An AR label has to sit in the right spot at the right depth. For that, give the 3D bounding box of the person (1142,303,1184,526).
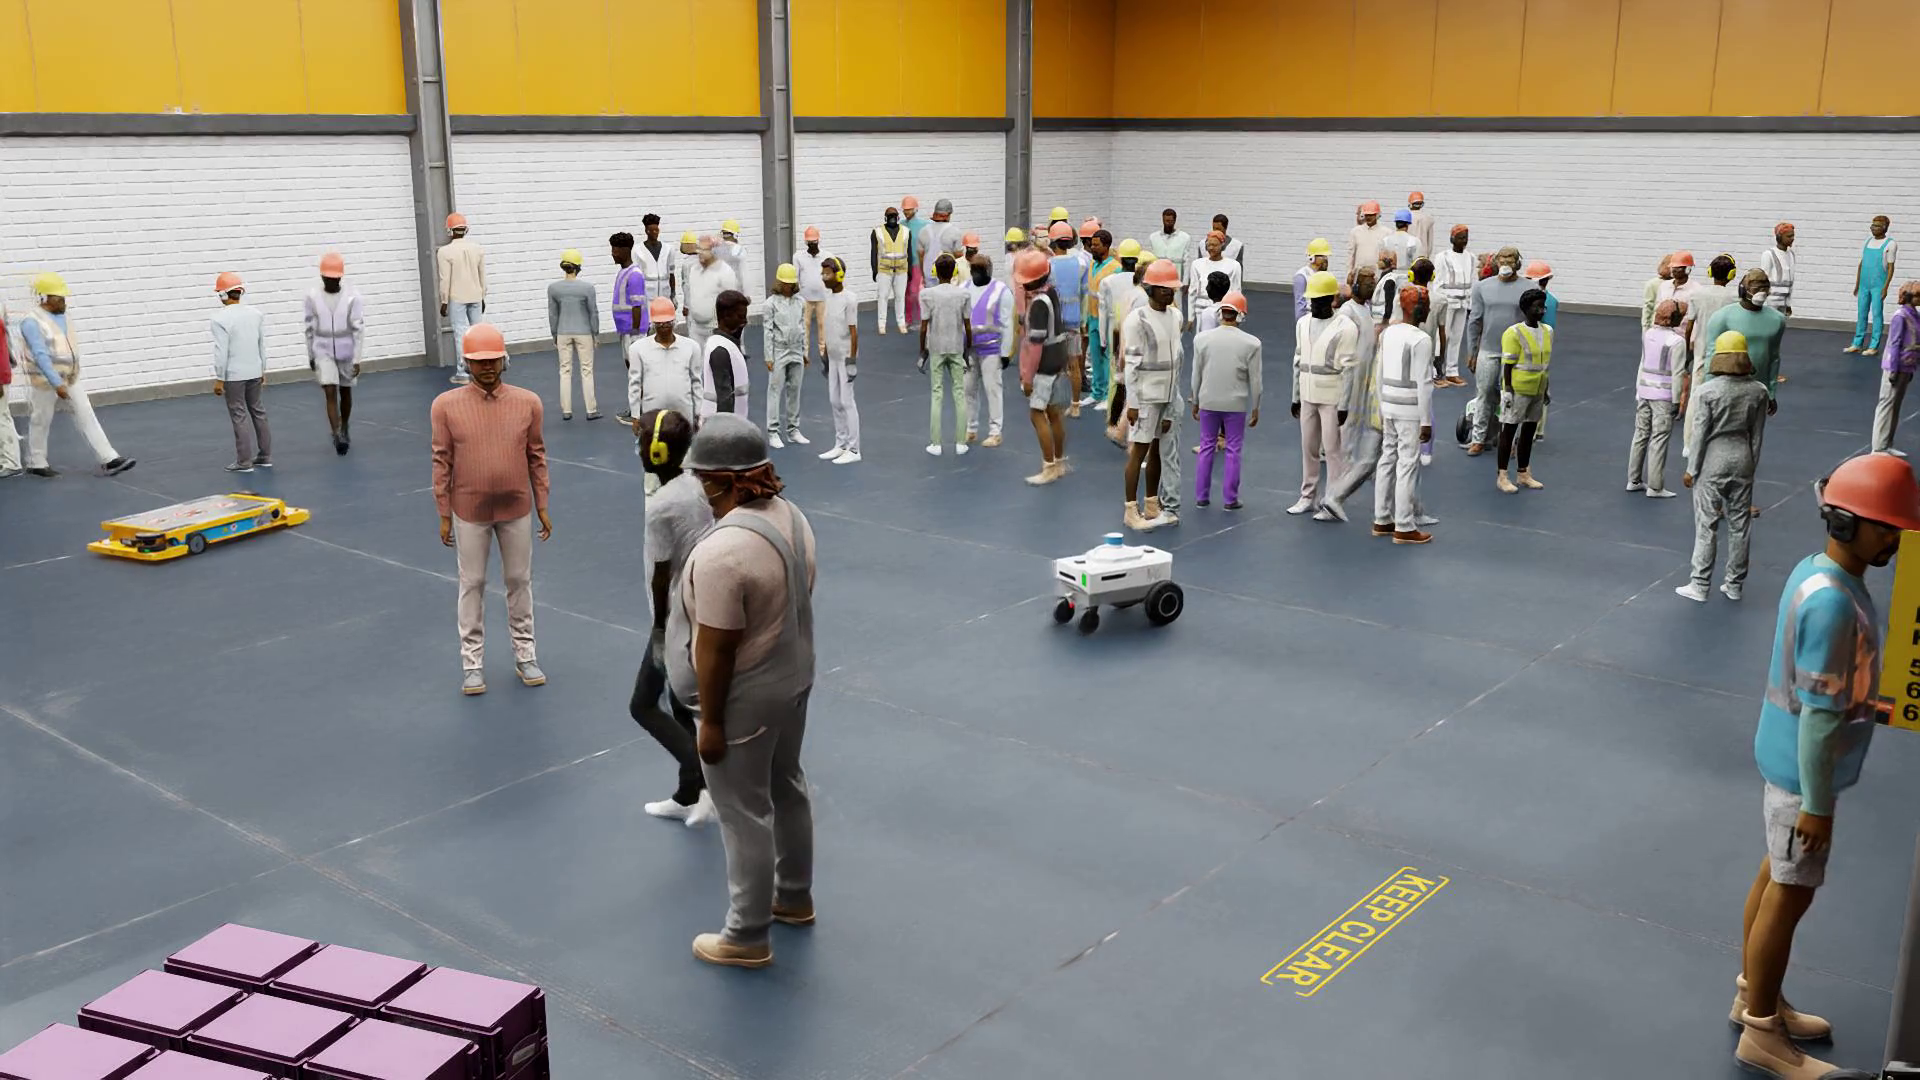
[{"bbox_3d":[1.543,-0.981,12.727,0.324,1.731,0.489,-1,14,-5],"label":"person"}]

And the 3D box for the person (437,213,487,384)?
[{"bbox_3d":[-5.871,-2.846,19.636,0.391,1.995,0.613,12,19,41],"label":"person"}]

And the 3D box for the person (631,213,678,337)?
[{"bbox_3d":[-3.722,-2.981,20.238,0.603,1.966,0.367,-8,16,-31],"label":"person"}]

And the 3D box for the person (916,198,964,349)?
[{"bbox_3d":[-0.211,-3.612,22.609,0.689,2.000,0.539,7,16,26],"label":"person"}]

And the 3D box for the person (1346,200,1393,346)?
[{"bbox_3d":[5.642,-3.681,22.977,0.621,1.992,0.397,7,16,25],"label":"person"}]

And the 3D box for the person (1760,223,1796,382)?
[{"bbox_3d":[9.646,-2.796,19.667,0.582,1.882,0.351,-10,17,-34],"label":"person"}]

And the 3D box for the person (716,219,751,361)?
[{"bbox_3d":[-2.941,-3.213,21.457,0.593,1.825,0.403,9,17,32],"label":"person"}]

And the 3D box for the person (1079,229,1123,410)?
[{"bbox_3d":[1.536,-2.358,17.844,0.391,1.920,0.587,-7,16,-27],"label":"person"}]

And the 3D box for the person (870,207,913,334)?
[{"bbox_3d":[-0.991,-3.927,24.272,0.633,1.843,0.429,-4,14,-14],"label":"person"}]

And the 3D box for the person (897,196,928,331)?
[{"bbox_3d":[-0.750,-4.099,24.663,0.640,1.986,0.460,11,18,38],"label":"person"}]

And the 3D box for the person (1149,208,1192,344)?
[{"bbox_3d":[2.840,-3.538,22.595,0.585,1.908,0.387,6,15,22],"label":"person"}]

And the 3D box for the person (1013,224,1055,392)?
[{"bbox_3d":[0.909,-2.635,18.977,0.651,1.907,0.409,-12,18,-40],"label":"person"}]

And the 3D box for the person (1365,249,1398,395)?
[{"bbox_3d":[4.800,-2.463,18.832,0.307,1.641,0.512,1,14,4],"label":"person"}]

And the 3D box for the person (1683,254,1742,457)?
[{"bbox_3d":[6.870,-1.667,15.182,0.532,1.870,0.316,11,18,37],"label":"person"}]

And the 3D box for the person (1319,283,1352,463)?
[{"bbox_3d":[3.368,-1.463,14.842,0.308,1.637,0.510,-2,14,-8],"label":"person"}]

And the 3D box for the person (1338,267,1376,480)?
[{"bbox_3d":[3.356,-1.392,14.133,0.340,1.845,0.513,8,16,30],"label":"person"}]

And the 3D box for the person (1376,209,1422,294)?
[{"bbox_3d":[5.701,-3.309,21.594,0.602,1.943,0.393,9,17,32],"label":"person"}]

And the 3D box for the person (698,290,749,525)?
[{"bbox_3d":[-1.610,-0.768,11.501,0.392,1.914,0.587,-2,14,-8],"label":"person"}]

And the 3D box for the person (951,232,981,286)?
[{"bbox_3d":[0.126,-2.820,20.024,0.562,1.752,0.327,-9,17,-32],"label":"person"}]

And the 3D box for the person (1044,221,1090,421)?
[{"bbox_3d":[1.031,-2.239,17.114,0.605,2.045,0.382,-6,15,-23],"label":"person"}]

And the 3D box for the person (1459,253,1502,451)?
[{"bbox_3d":[4.955,-1.752,15.571,0.391,1.846,0.564,9,17,32],"label":"person"}]

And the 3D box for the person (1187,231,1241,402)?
[{"bbox_3d":[2.774,-2.435,18.220,0.585,1.882,0.343,6,15,22],"label":"person"}]

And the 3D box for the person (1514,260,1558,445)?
[{"bbox_3d":[5.463,-1.785,15.889,0.335,1.749,0.575,11,18,38],"label":"person"}]

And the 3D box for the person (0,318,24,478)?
[{"bbox_3d":[-8.431,-1.408,14.413,0.574,1.740,0.348,13,19,42],"label":"person"}]

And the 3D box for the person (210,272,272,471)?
[{"bbox_3d":[-6.373,-1.484,14.685,0.338,1.749,0.573,5,15,21],"label":"person"}]

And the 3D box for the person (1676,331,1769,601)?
[{"bbox_3d":[4.878,-0.467,10.665,0.485,1.734,0.321,-1,14,-4],"label":"person"}]

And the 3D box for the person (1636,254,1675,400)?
[{"bbox_3d":[7.744,-2.328,18.326,0.504,1.628,0.278,-2,14,-7],"label":"person"}]

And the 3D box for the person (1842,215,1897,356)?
[{"bbox_3d":[12.075,-3.363,22.009,0.345,1.846,0.507,-6,15,-22],"label":"person"}]

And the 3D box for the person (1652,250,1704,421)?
[{"bbox_3d":[7.379,-2.110,17.183,0.328,1.753,0.560,-9,16,-31],"label":"person"}]

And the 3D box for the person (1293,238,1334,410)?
[{"bbox_3d":[3.796,-2.299,17.782,0.590,1.833,0.404,-14,19,-43],"label":"person"}]

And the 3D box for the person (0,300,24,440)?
[{"bbox_3d":[-9.313,-1.740,15.940,0.310,1.640,0.514,6,15,24],"label":"person"}]

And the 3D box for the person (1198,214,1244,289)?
[{"bbox_3d":[3.280,-3.159,21.060,0.590,1.913,0.399,6,15,22],"label":"person"}]

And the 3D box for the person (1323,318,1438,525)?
[{"bbox_3d":[3.217,-0.890,12.614,0.837,1.598,0.517,-1,14,-5],"label":"person"}]

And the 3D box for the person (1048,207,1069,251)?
[{"bbox_3d":[1.345,-3.525,22.489,0.371,1.925,0.595,3,14,14],"label":"person"}]

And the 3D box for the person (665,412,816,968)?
[{"bbox_3d":[-0.807,0.527,6.069,0.536,2.000,0.683,5,15,19],"label":"person"}]

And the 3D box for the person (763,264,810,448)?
[{"bbox_3d":[-1.631,-1.747,15.773,0.493,1.735,0.319,-13,19,-42],"label":"person"}]
